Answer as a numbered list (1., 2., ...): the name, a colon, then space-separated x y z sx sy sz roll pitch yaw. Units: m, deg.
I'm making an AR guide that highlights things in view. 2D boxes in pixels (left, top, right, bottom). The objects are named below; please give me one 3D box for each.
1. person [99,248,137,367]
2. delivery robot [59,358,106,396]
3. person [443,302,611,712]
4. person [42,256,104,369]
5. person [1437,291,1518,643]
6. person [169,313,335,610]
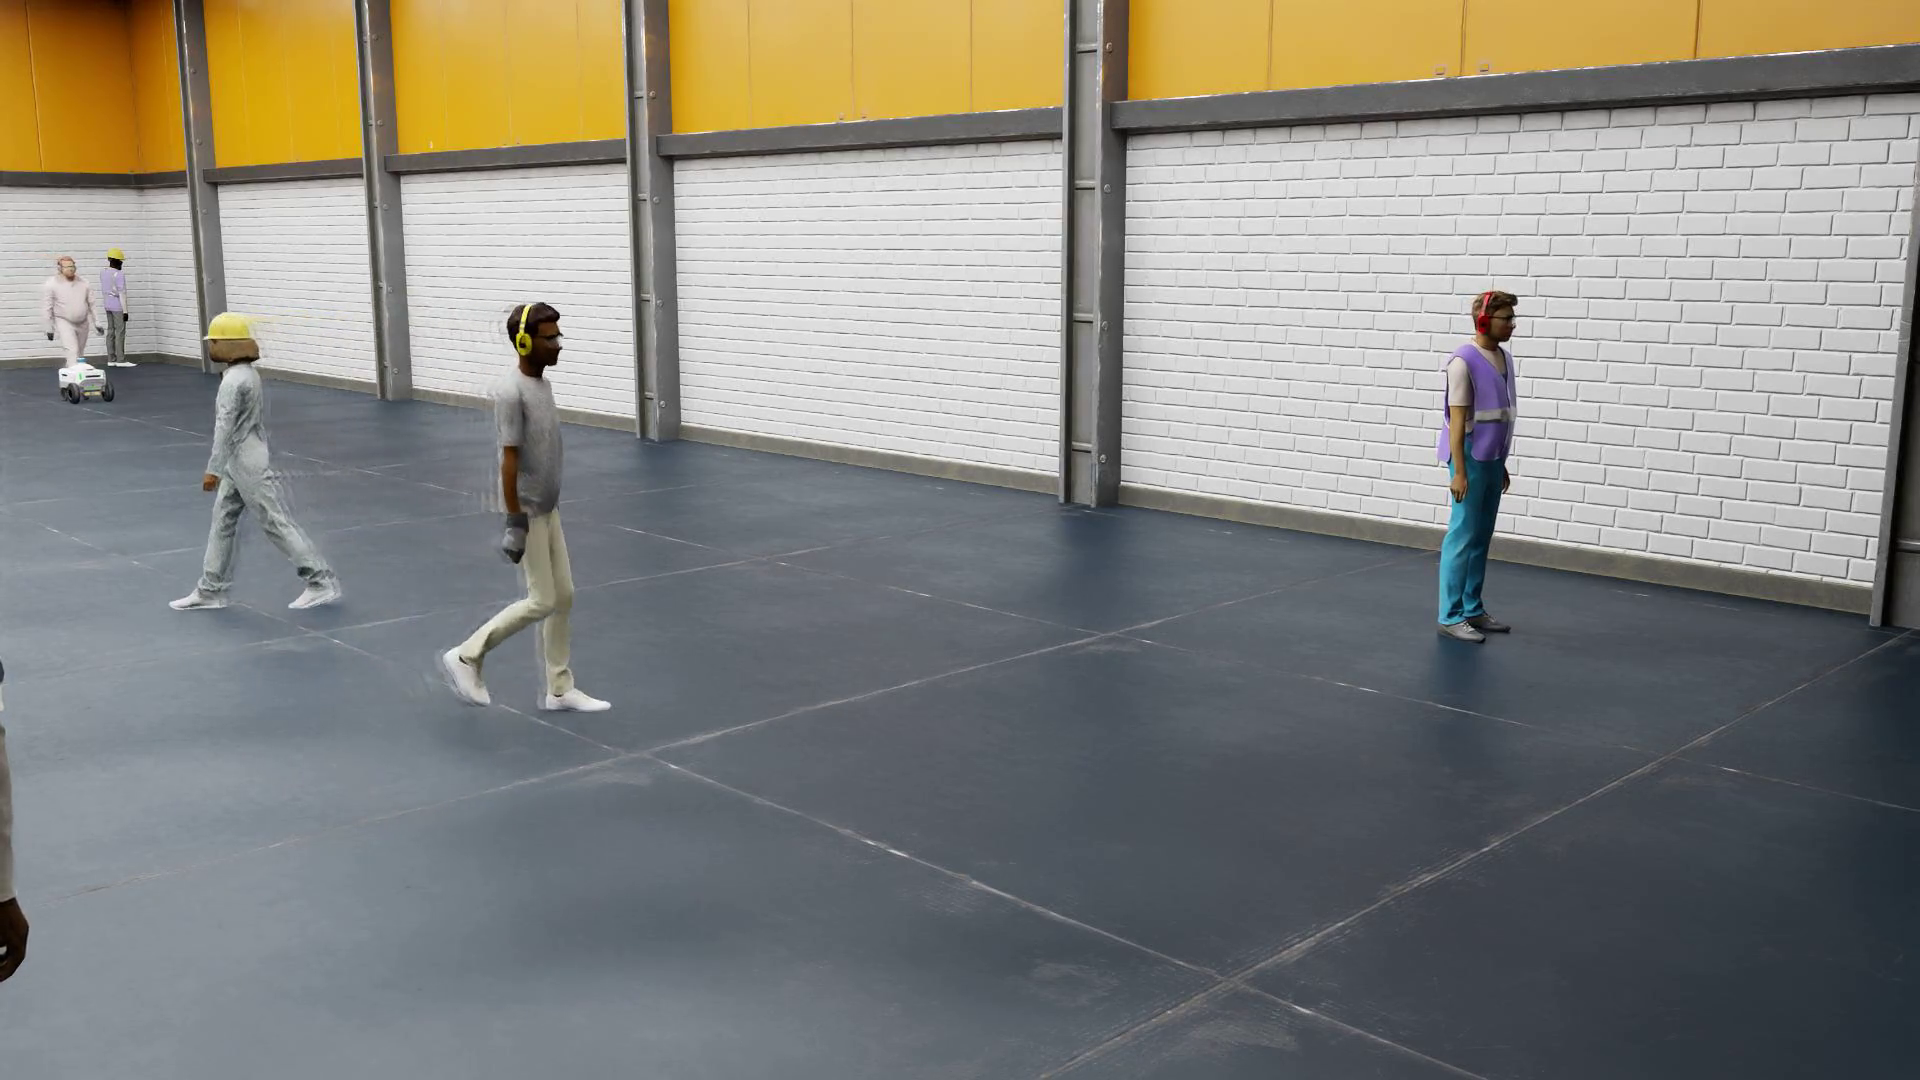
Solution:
1. person: -13.685 -3.765 27.014 0.582 1.919 0.388 6 12 31
2. delivery robot: -11.261 -2.088 21.331 0.707 0.478 0.477 9 14 41
3. person: -1.928 -0.124 7.363 0.624 1.853 0.513 1 10 5
4. person: -12.067 -2.917 22.549 0.947 1.866 0.640 6 12 31
5. person: 2.741 -0.395 8.834 0.375 1.842 0.573 9 14 41
6. person: -4.047 -0.436 9.443 0.891 1.702 0.487 -3 11 -17
